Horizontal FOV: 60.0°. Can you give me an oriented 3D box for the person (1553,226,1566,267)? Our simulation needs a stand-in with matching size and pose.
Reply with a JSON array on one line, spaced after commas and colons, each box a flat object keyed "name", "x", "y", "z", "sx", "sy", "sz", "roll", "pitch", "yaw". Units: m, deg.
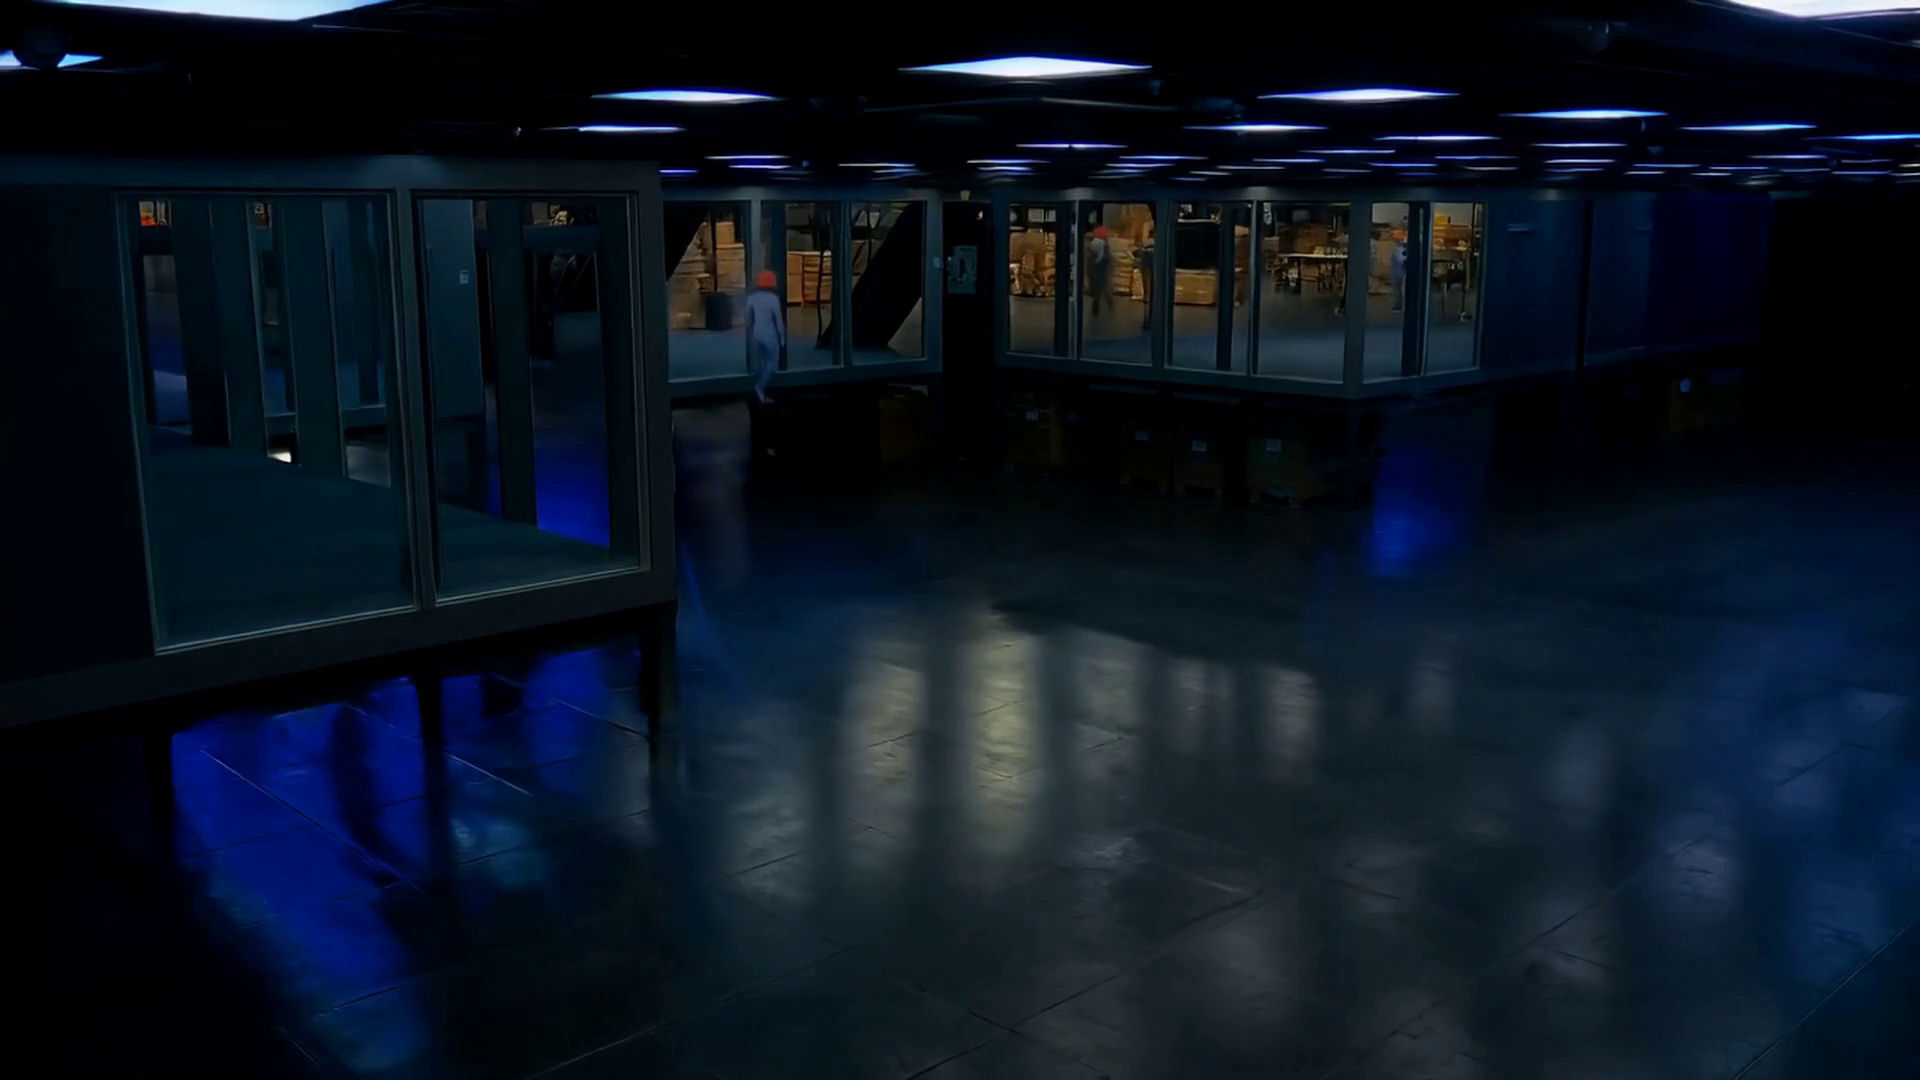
[{"name": "person", "x": 16.973, "y": -8.005, "z": 47.177, "sx": 0.334, "sy": 1.873, "sz": 0.521, "roll": -4, "pitch": 12, "yaw": -21}]

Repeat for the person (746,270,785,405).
[{"name": "person", "x": -2.312, "y": -2.365, "z": 19.558, "sx": 0.511, "sy": 1.619, "sz": 0.608, "roll": 6, "pitch": 13, "yaw": 28}]

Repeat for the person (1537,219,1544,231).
[{"name": "person", "x": 27.919, "y": -14.670, "z": 80.546, "sx": 0.659, "sy": 1.864, "sz": 0.930, "roll": 3, "pitch": 12, "yaw": 14}]
